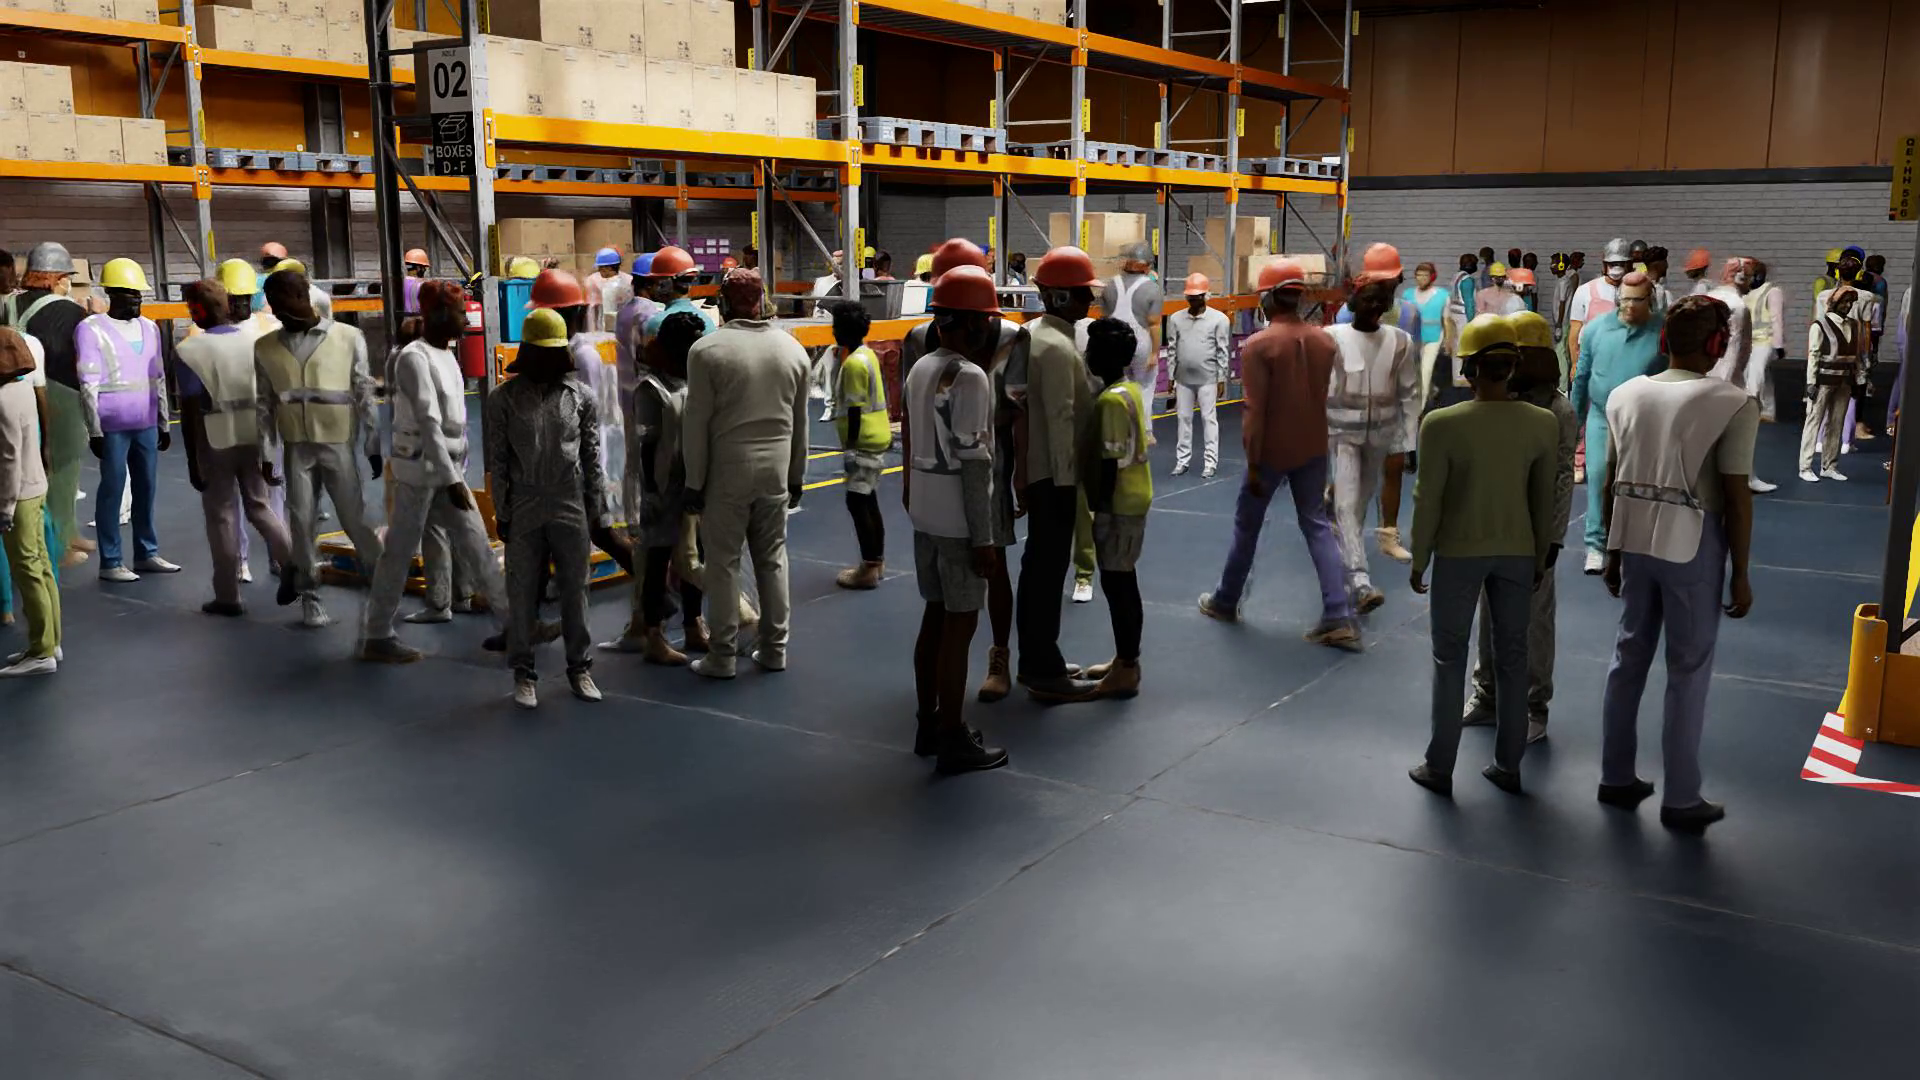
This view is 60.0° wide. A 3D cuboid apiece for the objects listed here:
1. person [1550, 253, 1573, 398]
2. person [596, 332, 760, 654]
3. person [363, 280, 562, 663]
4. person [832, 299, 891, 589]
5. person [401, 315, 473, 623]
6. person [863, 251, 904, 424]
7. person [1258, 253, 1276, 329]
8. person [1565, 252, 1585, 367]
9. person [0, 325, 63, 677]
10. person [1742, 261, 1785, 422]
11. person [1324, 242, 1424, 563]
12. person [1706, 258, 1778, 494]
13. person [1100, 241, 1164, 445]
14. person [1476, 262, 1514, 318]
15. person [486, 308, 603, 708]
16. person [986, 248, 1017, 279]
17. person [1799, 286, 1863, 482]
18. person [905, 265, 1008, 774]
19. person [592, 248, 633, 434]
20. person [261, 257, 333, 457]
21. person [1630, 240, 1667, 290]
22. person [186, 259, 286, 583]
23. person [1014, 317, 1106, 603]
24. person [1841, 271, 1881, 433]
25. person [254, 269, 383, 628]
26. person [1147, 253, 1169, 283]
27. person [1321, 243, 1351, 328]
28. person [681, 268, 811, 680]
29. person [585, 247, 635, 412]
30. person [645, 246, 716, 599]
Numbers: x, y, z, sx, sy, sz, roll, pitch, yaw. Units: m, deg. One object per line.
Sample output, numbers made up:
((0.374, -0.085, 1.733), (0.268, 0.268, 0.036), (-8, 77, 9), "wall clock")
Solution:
((7.723, -2.755, 21.415), (0.329, 1.861, 0.506), (4, 11, 20), "person")
((-1.351, -0.215, 8.057), (0.755, 1.598, 0.494), (-3, 11, -16), "person")
((-2.424, -0.309, 7.907), (1.023, 1.820, 0.596), (1, 10, 8), "person")
((-0.572, -0.554, 9.702), (0.333, 1.684, 0.543), (0, 10, 2), "person")
((-2.784, -0.379, 8.871), (0.312, 1.632, 0.526), (1, 10, 7), "person")
((-0.801, -2.101, 17.649), (0.598, 1.908, 0.401), (-9, 13, -39), "person")
((4.869, -3.581, 26.051), (0.507, 1.838, 0.341), (-6, 12, -28), "person")
((9.741, -3.678, 26.587), (0.388, 1.836, 0.561), (2, 10, 9), "person")
((-4.412, -0.184, 7.769), (0.274, 1.636, 0.507), (-3, 11, -19), "person")
((8.739, -2.155, 18.320), (0.798, 1.793, 0.649), (-1, 10, -8), "person")
((2.608, -0.881, 10.596), (0.652, 2.012, 0.747), (-5, 11, -25), "person")
((6.191, -1.304, 13.306), (0.844, 1.873, 0.668), (0, 10, -1), "person")
((1.652, -1.907, 16.197), (0.691, 2.000, 0.783), (7, 12, 33), "person")
((6.680, -2.579, 20.718), (0.542, 1.750, 0.367), (-1, 10, -4), "person")
((-1.783, -0.133, 7.224), (0.483, 1.738, 0.320), (-5, 11, -24), "person")
((0.509, -3.281, 24.109), (0.627, 1.934, 0.372), (-2, 10, -10), "person")
((7.320, -1.302, 13.956), (0.522, 1.638, 0.311), (-3, 11, -17), "person")
((-0.001, -0.077, 6.380), (0.385, 1.929, 0.543), (-5, 11, -24), "person")
((-3.604, -2.073, 17.411), (0.420, 1.939, 0.609), (2, 10, 9), "person")
((-6.203, -1.709, 15.589), (0.687, 1.871, 1.063), (1, 10, 4), "person")
((8.583, -2.806, 21.177), (0.675, 2.000, 0.536), (2, 10, 9), "person")
((-4.229, -0.697, 9.861), (0.592, 1.912, 0.399), (-10, 14, -43), "person")
((0.575, -0.603, 9.308), (0.587, 1.919, 0.396), (4, 11, 19), "person")
((9.396, -1.965, 17.470), (0.318, 1.697, 0.535), (-6, 12, -31), "person")
((-3.365, -0.478, 8.780), (0.647, 1.887, 0.491), (-1, 10, -5), "person")
((2.659, -3.017, 22.707), (0.390, 1.914, 0.587), (3, 11, 16), "person")
((6.412, -4.075, 28.375), (0.618, 1.986, 0.407), (-4, 11, -22), "person")
((-1.001, -0.302, 7.727), (0.653, 1.894, 0.401), (-8, 13, -39), "person")
((-4.095, -2.479, 19.651), (0.630, 1.940, 0.370), (-7, 12, -35), "person")
((-1.601, -0.664, 9.481), (0.397, 1.989, 0.619), (4, 11, 22), "person")
